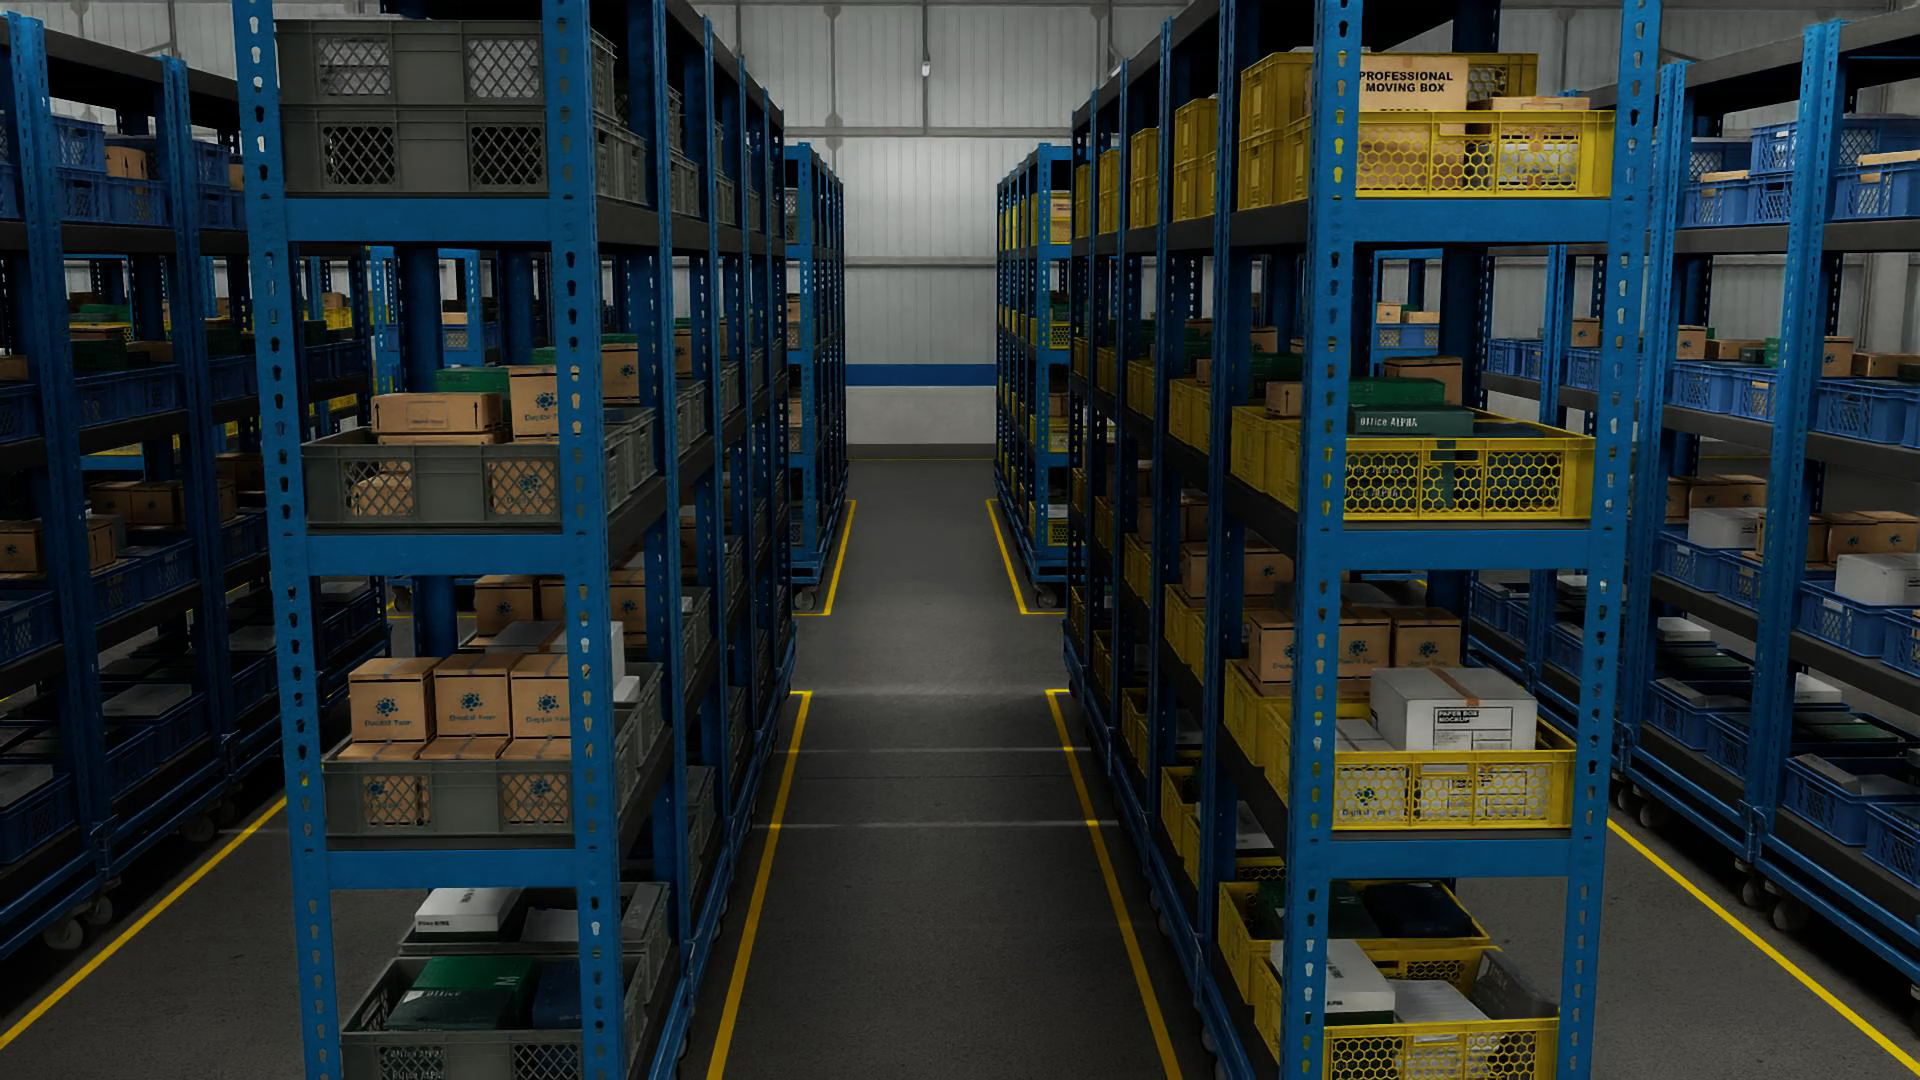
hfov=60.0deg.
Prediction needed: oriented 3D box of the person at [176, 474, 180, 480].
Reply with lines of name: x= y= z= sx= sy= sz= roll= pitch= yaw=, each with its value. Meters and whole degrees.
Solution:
person: x=-9.647 y=-1.482 z=19.820 sx=0.687 sy=1.821 sz=0.587 roll=-2 pitch=10 yaw=-12
